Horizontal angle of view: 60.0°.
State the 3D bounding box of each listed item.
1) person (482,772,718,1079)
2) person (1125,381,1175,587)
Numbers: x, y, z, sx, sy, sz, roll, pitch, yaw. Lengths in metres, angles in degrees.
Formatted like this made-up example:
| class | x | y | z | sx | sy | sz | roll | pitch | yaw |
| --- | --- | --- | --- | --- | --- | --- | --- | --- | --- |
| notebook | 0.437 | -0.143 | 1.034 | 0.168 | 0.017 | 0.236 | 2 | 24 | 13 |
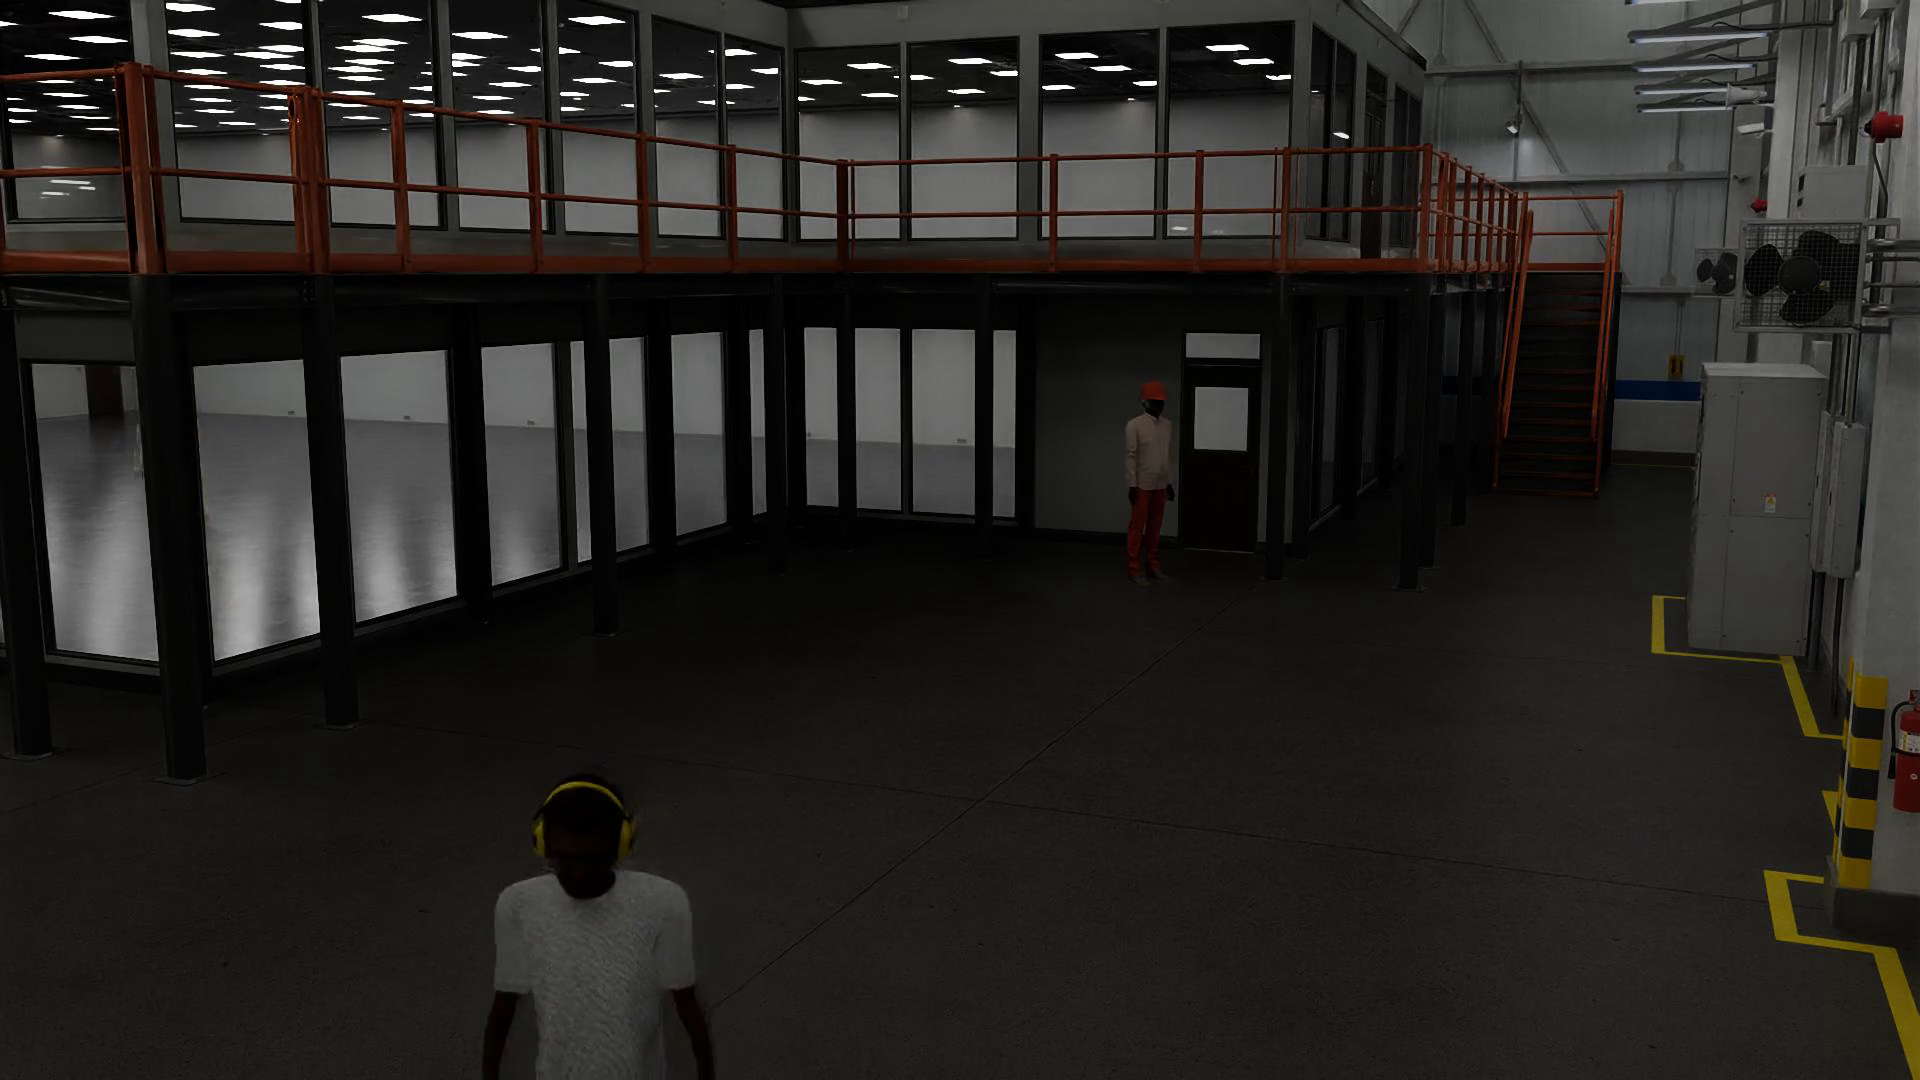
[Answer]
| class | x | y | z | sx | sy | sz | roll | pitch | yaw |
| --- | --- | --- | --- | --- | --- | --- | --- | --- | --- |
| person | -0.924 | 1.459 | 4.275 | 0.677 | 1.836 | 0.496 | 0 | 9 | 2 |
| person | 1.853 | -0.549 | 16.177 | 0.609 | 1.996 | 0.379 | -8 | 12 | -40 |
